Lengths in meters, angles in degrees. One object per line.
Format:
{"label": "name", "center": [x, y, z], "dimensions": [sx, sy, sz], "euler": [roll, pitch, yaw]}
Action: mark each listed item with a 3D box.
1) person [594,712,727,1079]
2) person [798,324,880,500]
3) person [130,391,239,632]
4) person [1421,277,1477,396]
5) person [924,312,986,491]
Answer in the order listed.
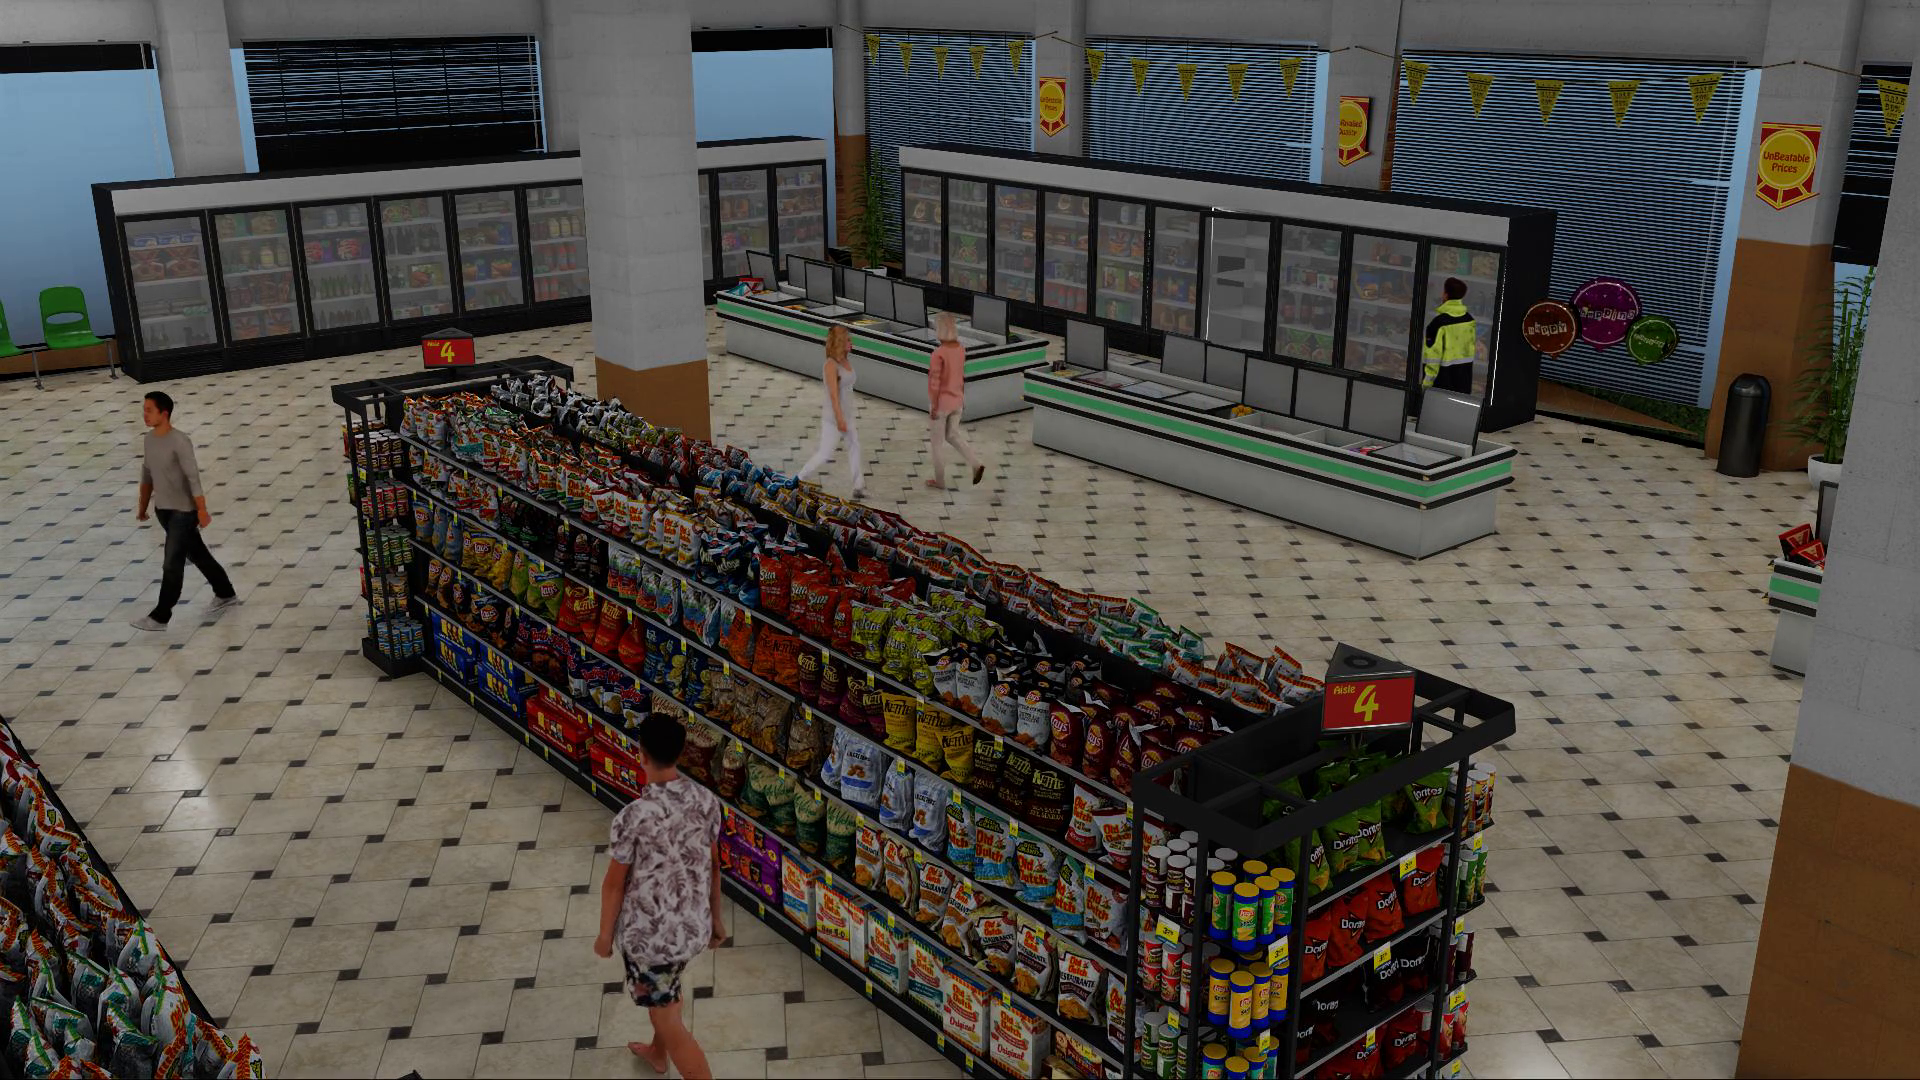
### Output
{"label": "person", "center": [-1.172, 1.618, 6.874], "dimensions": [1.143, 1.794, 0.784], "euler": [17, 25, 40]}
{"label": "person", "center": [-1.208, -1.149, 15.322], "dimensions": [1.136, 1.640, 0.919], "euler": [7, 20, 21]}
{"label": "person", "center": [-5.746, -0.232, 12.410], "dimensions": [1.145, 1.762, 0.948], "euler": [12, 22, 32]}
{"label": "person", "center": [4.654, -1.523, 15.893], "dimensions": [0.796, 1.983, 0.678], "euler": [-11, 22, -30]}
{"label": "person", "center": [-0.064, -1.272, 15.575], "dimensions": [0.935, 1.711, 0.708], "euler": [14, 23, 36]}
